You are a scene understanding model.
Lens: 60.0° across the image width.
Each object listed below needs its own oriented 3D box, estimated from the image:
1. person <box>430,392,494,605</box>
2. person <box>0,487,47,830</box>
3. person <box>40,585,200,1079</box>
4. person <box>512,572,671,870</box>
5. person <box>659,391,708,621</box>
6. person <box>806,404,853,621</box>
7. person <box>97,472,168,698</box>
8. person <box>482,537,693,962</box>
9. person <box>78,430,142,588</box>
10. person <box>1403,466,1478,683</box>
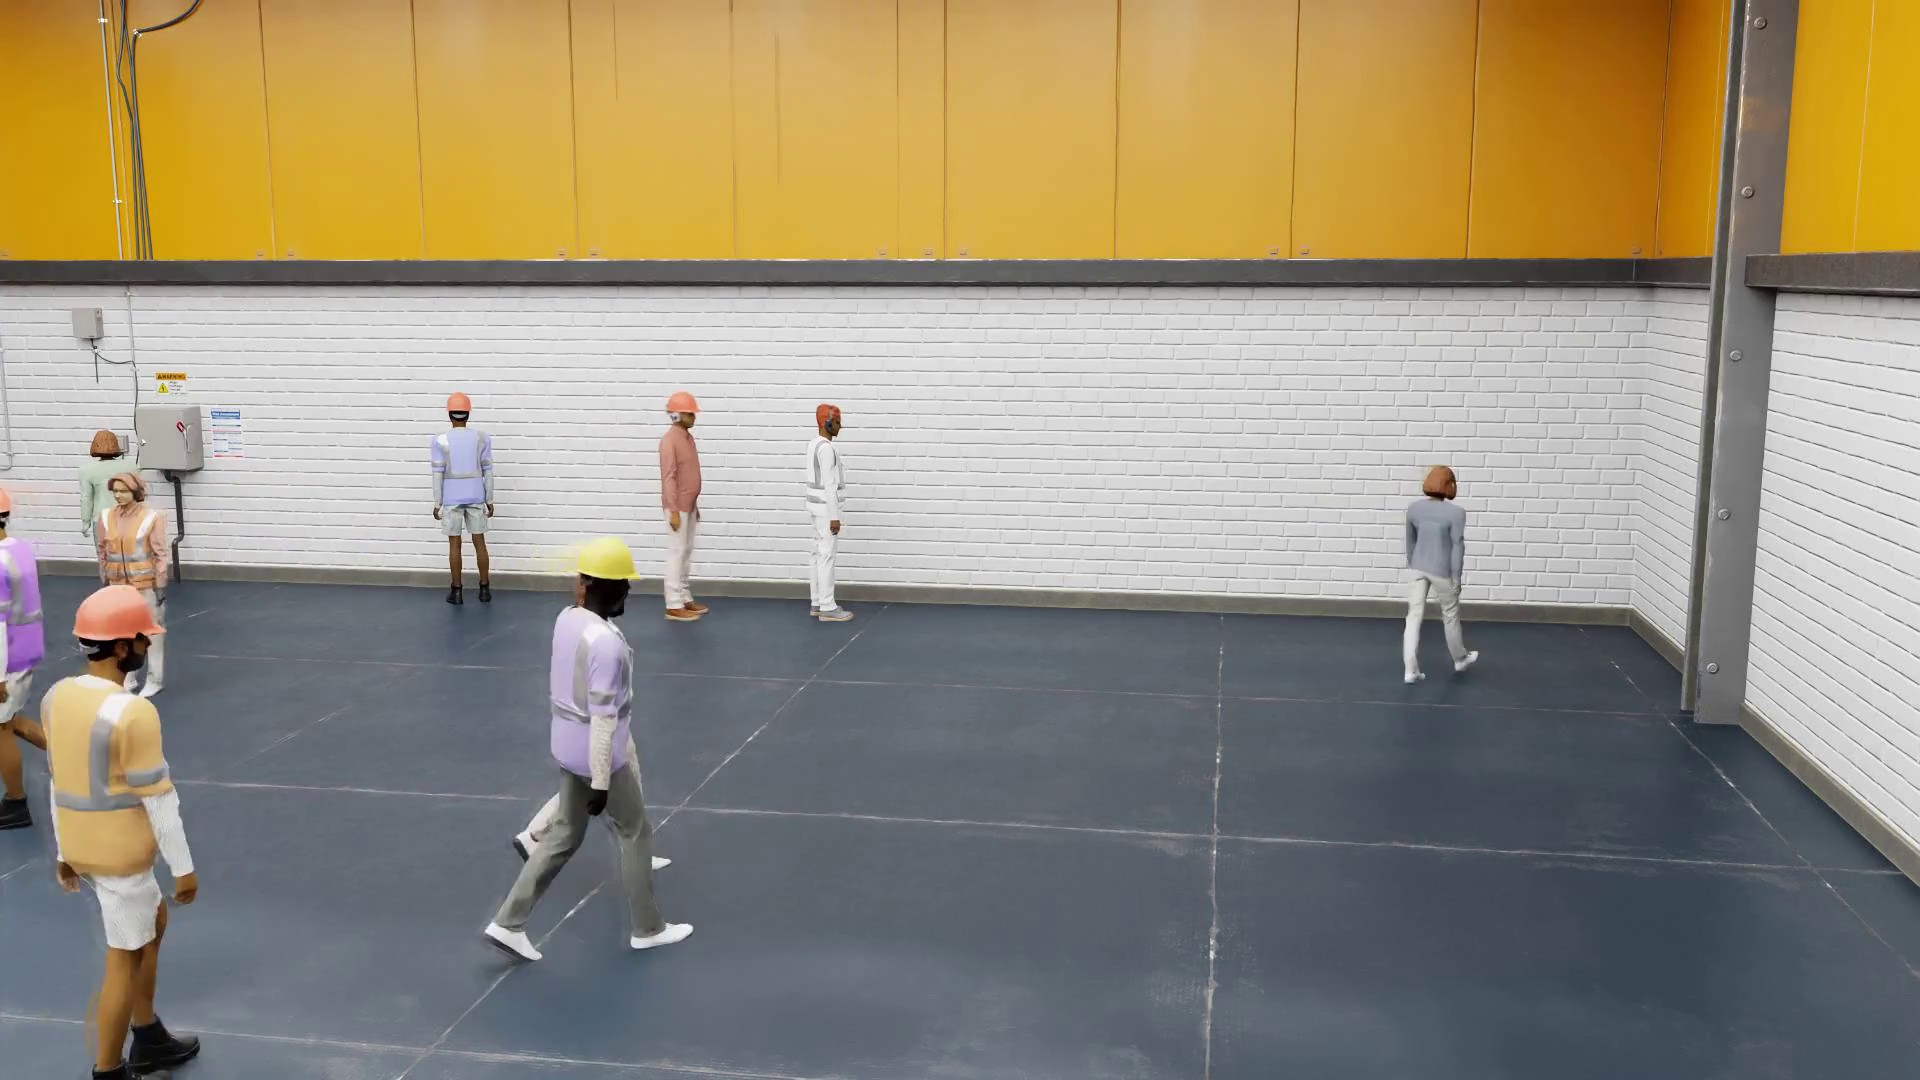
[{"bbox_3d":[-4.535,-0.381,15.164,0.552,1.935,0.370,-5,10,-28],"label":"person"},{"bbox_3d":[-5.087,0.625,8.980,0.539,1.924,0.552,-2,9,-11],"label":"person"},{"bbox_3d":[-2.984,1.103,6.075,0.566,1.912,0.662,6,11,33],"label":"person"},{"bbox_3d":[-1.842,0.901,8.248,0.709,1.618,0.521,-5,11,-30],"label":"person"},{"bbox_3d":[-2.412,-0.302,14.504,0.399,1.990,0.622,1,9,8],"label":"person"},{"bbox_3d":[-1.155,-0.241,14.464,0.356,1.885,0.572,-3,10,-19],"label":"person"},{"bbox_3d":[-5.827,0.336,11.680,0.545,1.617,0.524,1,9,4],"label":"person"},{"bbox_3d":[-1.668,0.924,7.270,0.892,1.886,0.586,-7,11,-36],"label":"person"},{"bbox_3d":[-7.503,-0.158,14.719,0.498,1.634,0.280,-7,12,-38],"label":"person"},{"bbox_3d":[3.569,0.239,12.361,0.818,1.589,0.526,-9,13,-43],"label":"person"}]
